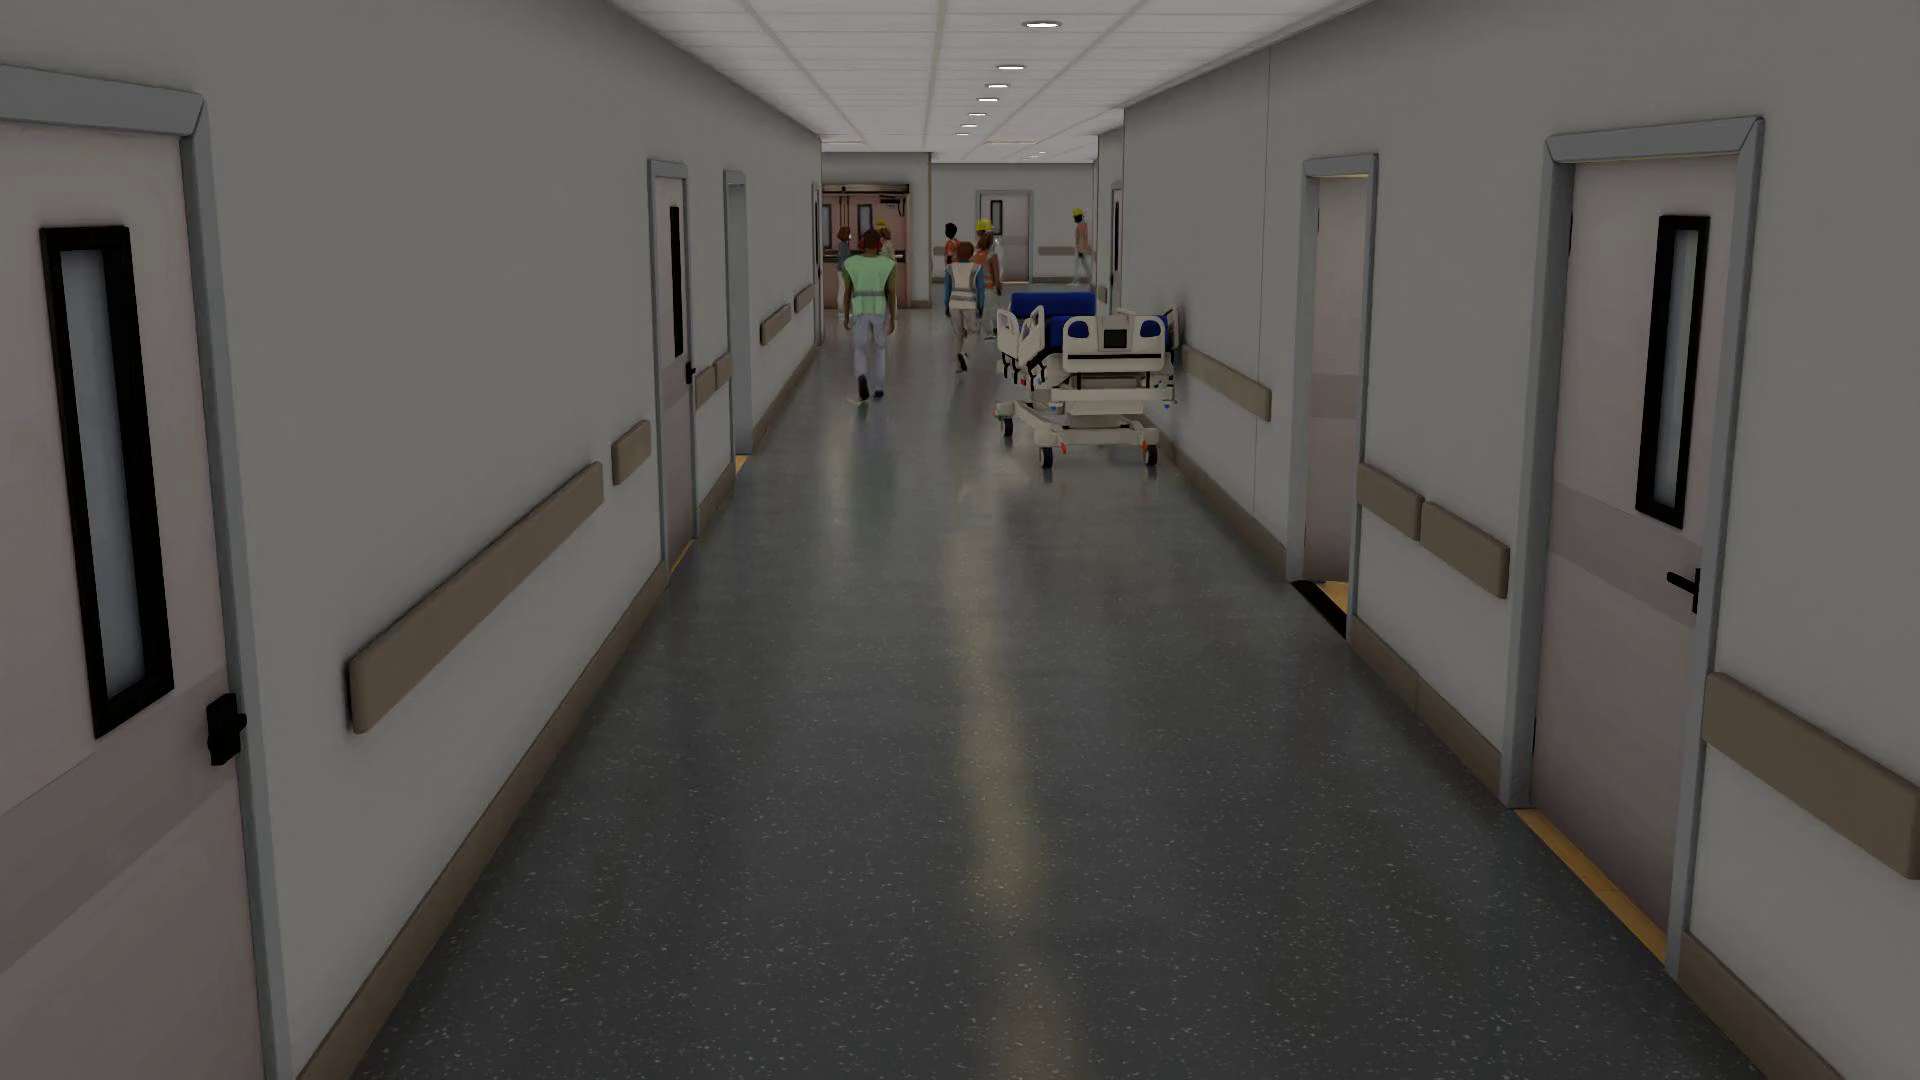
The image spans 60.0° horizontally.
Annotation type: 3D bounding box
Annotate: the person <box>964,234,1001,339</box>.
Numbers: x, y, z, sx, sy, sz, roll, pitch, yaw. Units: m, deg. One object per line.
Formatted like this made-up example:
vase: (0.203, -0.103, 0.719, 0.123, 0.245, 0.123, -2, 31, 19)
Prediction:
person: (0.312, -3.808, 25.118, 0.791, 1.603, 0.507, -11, 16, -44)

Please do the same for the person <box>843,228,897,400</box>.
person: (-0.963, -2.395, 17.733, 0.579, 1.821, 0.777, 0, 12, -1)

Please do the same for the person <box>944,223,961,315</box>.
person: (-0.128, -5.019, 30.820, 0.322, 1.689, 0.536, 3, 12, 12)

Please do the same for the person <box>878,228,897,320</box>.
person: (-1.278, -4.719, 29.504, 0.347, 1.626, 0.559, 2, 12, 8)

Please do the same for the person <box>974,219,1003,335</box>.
person: (0.391, -4.123, 26.166, 0.508, 1.813, 0.644, -10, 15, -41)

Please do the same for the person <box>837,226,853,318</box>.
person: (-2.089, -4.851, 30.126, 0.281, 1.634, 0.498, 1, 12, 4)

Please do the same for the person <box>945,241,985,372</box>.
person: (0.034, -2.840, 20.371, 0.520, 1.624, 0.522, 4, 12, 19)

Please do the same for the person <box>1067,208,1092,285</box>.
person: (3.064, -7.267, 41.339, 0.808, 1.898, 0.603, 3, 12, 13)
